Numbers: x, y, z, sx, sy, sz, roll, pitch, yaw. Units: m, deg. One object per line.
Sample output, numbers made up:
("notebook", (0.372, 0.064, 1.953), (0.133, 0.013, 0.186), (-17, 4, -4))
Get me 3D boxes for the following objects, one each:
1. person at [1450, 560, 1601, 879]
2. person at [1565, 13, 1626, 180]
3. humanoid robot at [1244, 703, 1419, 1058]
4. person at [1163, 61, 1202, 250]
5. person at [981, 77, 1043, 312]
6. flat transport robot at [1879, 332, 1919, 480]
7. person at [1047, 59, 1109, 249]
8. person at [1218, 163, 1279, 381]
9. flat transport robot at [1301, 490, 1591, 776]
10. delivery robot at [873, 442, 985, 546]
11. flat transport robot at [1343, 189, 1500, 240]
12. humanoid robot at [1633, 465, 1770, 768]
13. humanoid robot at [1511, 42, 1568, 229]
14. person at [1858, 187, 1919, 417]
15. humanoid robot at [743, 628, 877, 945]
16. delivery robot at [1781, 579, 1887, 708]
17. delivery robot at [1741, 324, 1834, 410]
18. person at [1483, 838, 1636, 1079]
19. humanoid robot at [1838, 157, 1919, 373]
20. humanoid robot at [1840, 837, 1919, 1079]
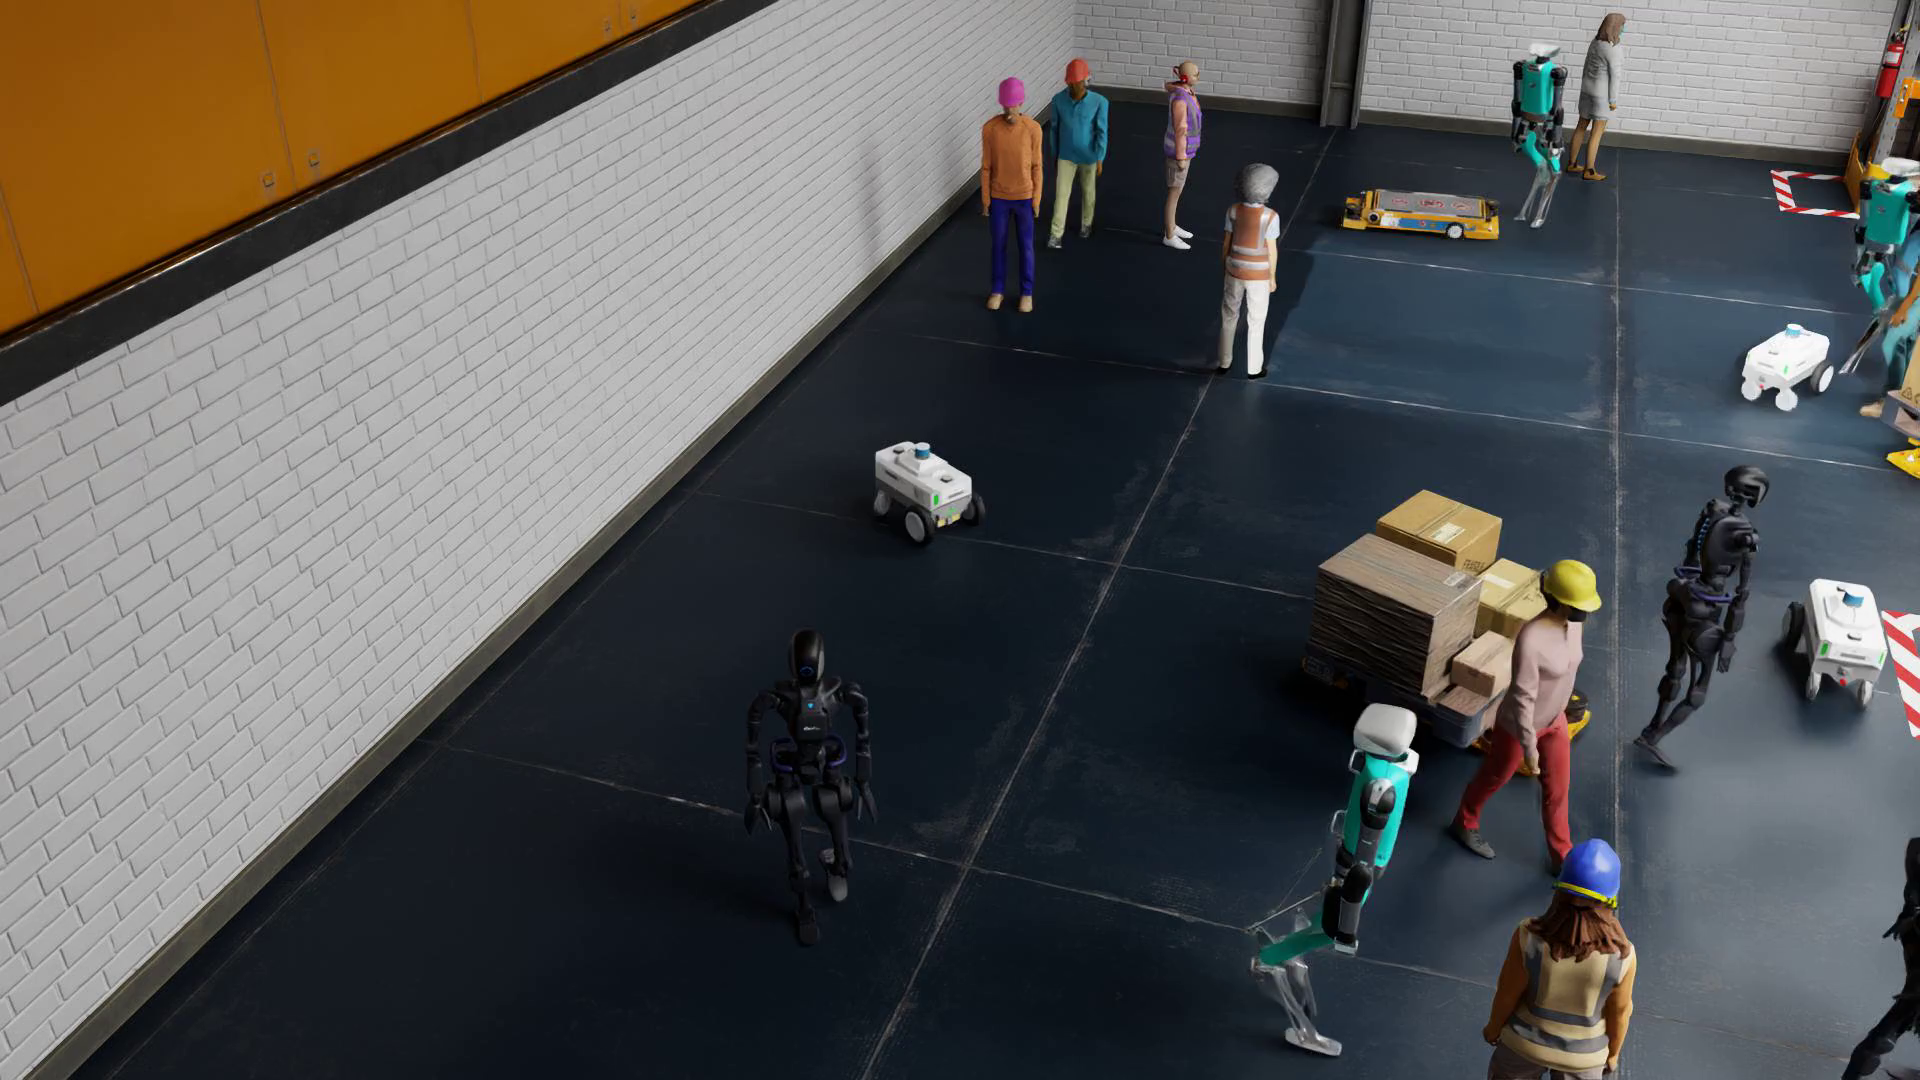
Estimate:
("person", (2.718, 0.861, 7.721), (0.541, 1.730, 0.764), (-22, 37, -33))
("person", (6.517, -4.520, 16.938), (0.336, 1.660, 0.495), (-10, 32, -17))
("humanoid robot", (1.441, 1.436, 6.791), (0.656, 1.854, 0.541), (11, 32, 17))
("person", (2.019, -3.527, 15.220), (0.346, 1.694, 0.481), (6, 31, 10))
("person", (0.426, -2.864, 13.821), (0.515, 1.976, 0.408), (5, 31, 8))
("flat transport robot", (7.304, -0.572, 11.598), (1.431, 0.231, 0.659), (-9, 32, -14))
("person", (1.062, -3.517, 15.187), (0.561, 1.704, 0.889), (8, 31, 13))
("person", (2.207, -2.043, 12.698), (0.438, 1.685, 0.332), (17, 34, 26))
("flat transport robot", (2.689, 0.802, 9.261), (1.431, 0.231, 0.659), (26, 39, 37))
("delivery robot", (-0.232, -0.334, 10.921), (0.522, 0.604, 0.776), (-22, 37, -32))
("flat transport robot", (4.420, -3.121, 15.935), (1.431, 0.231, 0.659), (7, 31, 13))
("humanoid robot", (3.793, 0.372, 8.609), (0.456, 1.647, 0.609), (-2, 31, -4))
("humanoid robot", (5.508, -3.823, 15.659), (0.721, 1.764, 0.550), (-22, 37, -33))
("person", (6.974, -1.804, 12.157), (0.374, 1.845, 0.749), (14, 33, 23))
("humanoid robot", (-0.684, 1.062, 7.427), (0.603, 1.641, 0.428), (-6, 31, -10))
("delivery robot", (4.997, 0.539, 9.434), (0.499, 0.602, 0.801), (10, 32, 16))
("delivery robot", (6.302, -1.346, 12.651), (0.785, 0.613, 0.524), (-24, 38, -34))
("person", (2.153, 1.820, 6.046), (0.469, 1.771, 0.322), (10, 32, 16))
("humanoid robot", (7.253, -2.078, 12.763), (0.870, 1.790, 0.557), (-10, 32, -16))
("humanoid robot", (3.798, 1.605, 6.530), (0.626, 1.628, 0.610), (9, 32, 14))
